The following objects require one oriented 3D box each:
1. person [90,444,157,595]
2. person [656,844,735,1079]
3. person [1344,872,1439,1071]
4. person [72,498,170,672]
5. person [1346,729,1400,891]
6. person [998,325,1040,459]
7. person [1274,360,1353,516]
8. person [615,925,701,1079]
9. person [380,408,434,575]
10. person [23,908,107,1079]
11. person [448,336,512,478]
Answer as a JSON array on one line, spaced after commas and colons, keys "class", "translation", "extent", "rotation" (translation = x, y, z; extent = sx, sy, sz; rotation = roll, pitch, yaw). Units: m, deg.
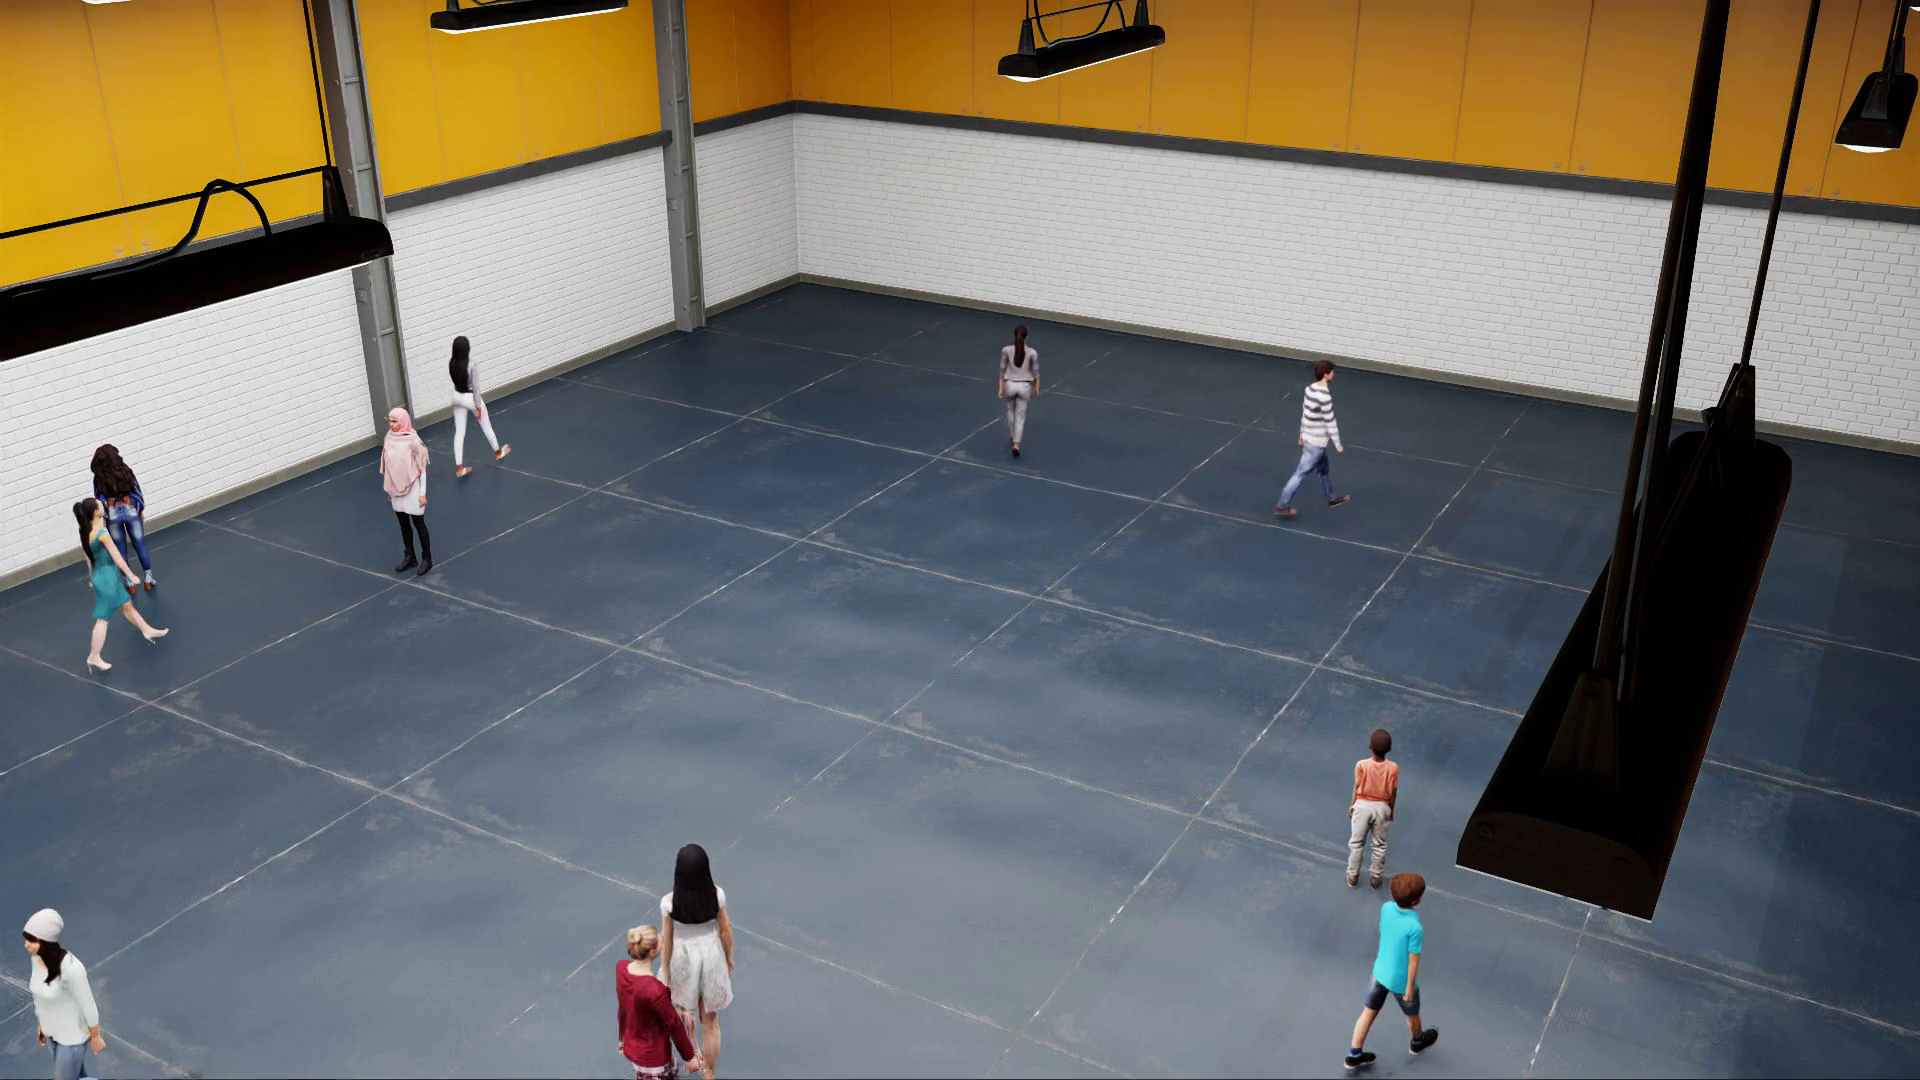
[{"class": "person", "translation": [-8.552, -0.229, 16.990], "extent": [0.665, 1.614, 0.754], "rotation": [-10, 26, -22]}, {"class": "person", "translation": [-1.585, 2.686, 10.137], "extent": [0.814, 1.761, 0.875], "rotation": [-7, 25, -16]}, {"class": "person", "translation": [2.682, 2.738, 10.454], "extent": [1.011, 1.413, 0.823], "rotation": [-13, 27, -27]}, {"class": "person", "translation": [-7.982, 0.450, 15.406], "extent": [0.692, 1.640, 1.077], "rotation": [19, 30, 37]}, {"class": "person", "translation": [3.047, 1.989, 12.296], "extent": [0.540, 1.310, 0.568], "rotation": [3, 24, 6]}, {"class": "person", "translation": [0.700, -1.800, 20.544], "extent": [0.823, 1.647, 1.012], "rotation": [5, 24, 11]}, {"class": "person", "translation": [3.914, -1.091, 18.737], "extent": [1.213, 1.796, 1.223], "rotation": [-4, 24, -9]}, {"class": "person", "translation": [-1.858, 2.976, 9.575], "extent": [0.875, 1.682, 0.766], "rotation": [-18, 29, -35]}, {"class": "person", "translation": [-5.790, -0.522, 17.424], "extent": [0.671, 1.804, 0.649], "rotation": [8, 25, 18]}, {"class": "person", "translation": [-5.231, 2.870, 9.877], "extent": [0.587, 1.634, 0.677], "rotation": [14, 27, 29]}, {"class": "person", "translation": [-5.977, -1.580, 20.001], "extent": [0.716, 1.679, 1.153], "rotation": [9, 25, 20]}]
